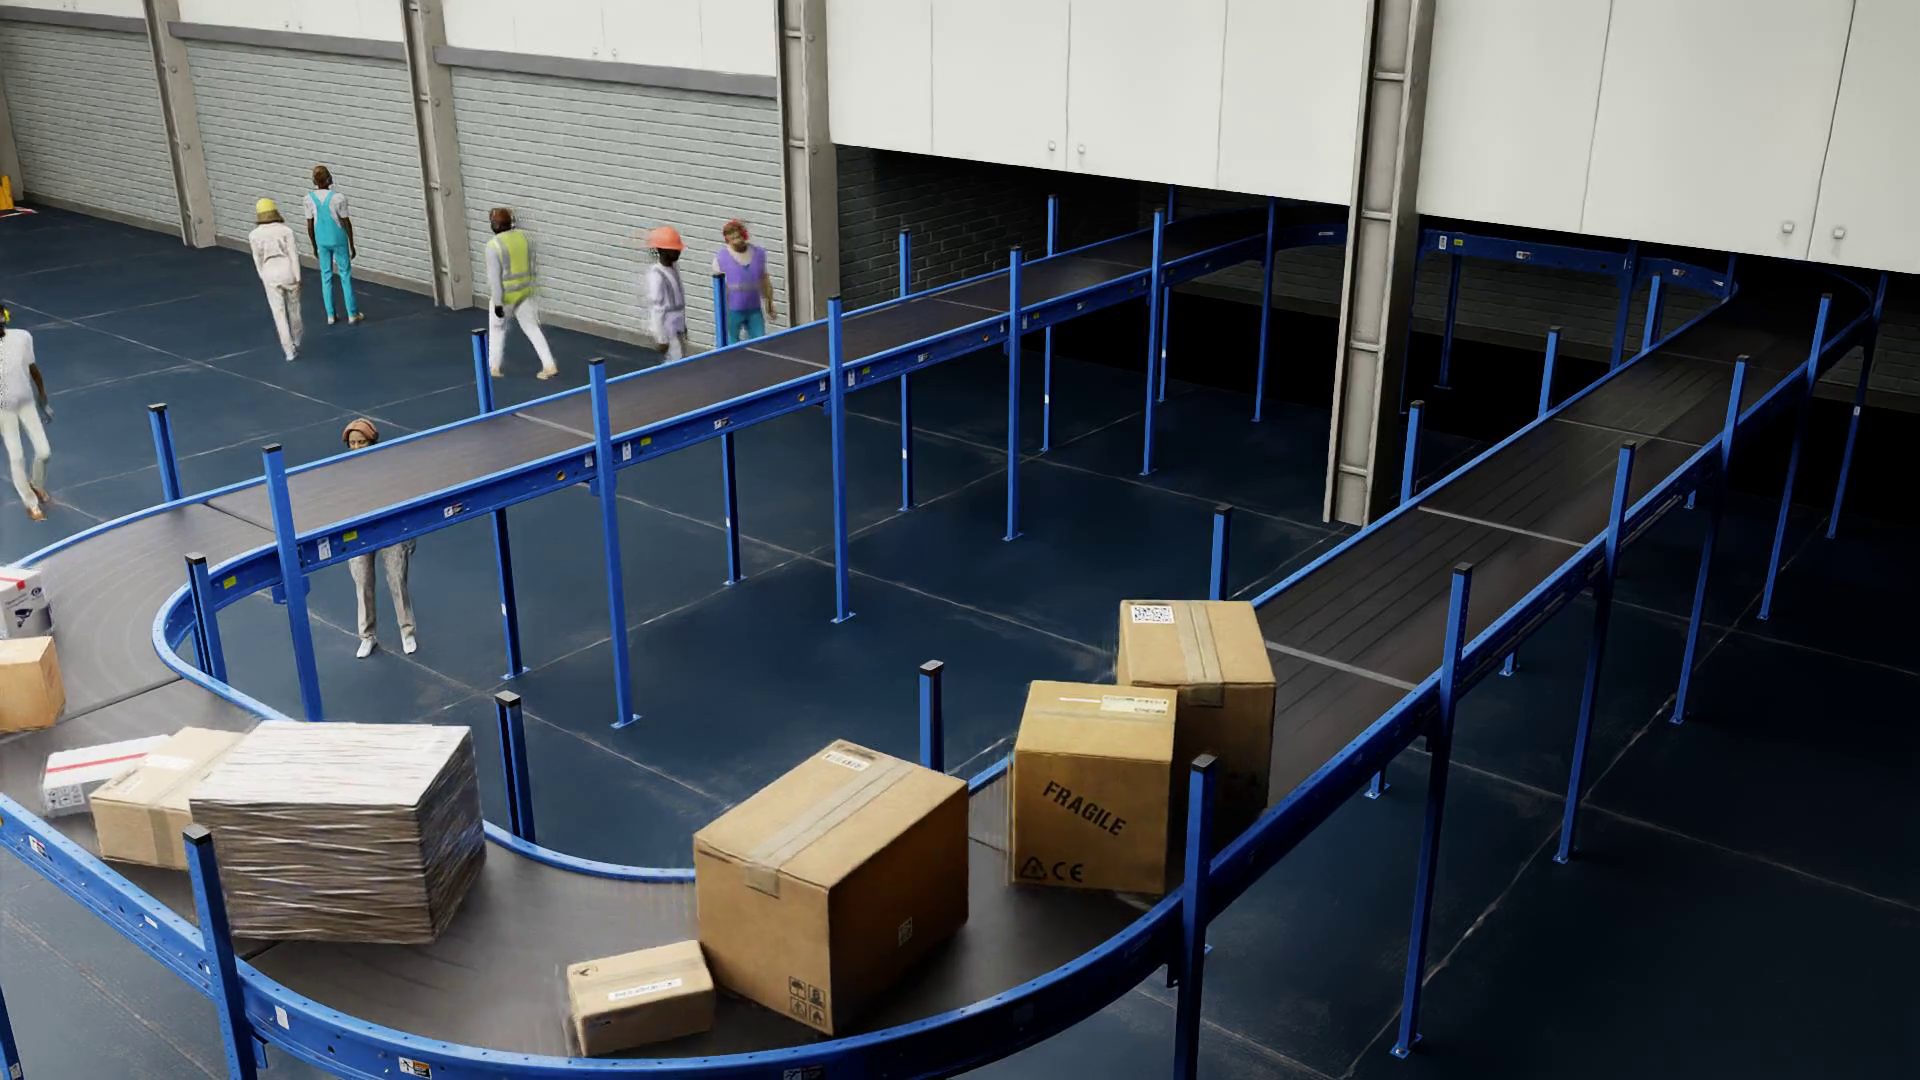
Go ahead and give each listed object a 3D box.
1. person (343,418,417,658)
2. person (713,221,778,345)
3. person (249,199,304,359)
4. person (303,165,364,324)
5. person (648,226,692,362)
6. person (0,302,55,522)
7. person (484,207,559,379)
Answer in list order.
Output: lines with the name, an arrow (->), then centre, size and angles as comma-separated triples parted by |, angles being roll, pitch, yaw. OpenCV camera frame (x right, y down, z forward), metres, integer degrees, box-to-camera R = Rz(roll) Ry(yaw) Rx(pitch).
person -> -3.860, -0.013, 10.982 | 0.524, 1.639, 0.308 | -4, 22, -11
person -> -2.135, -2.273, 16.503 | 0.639, 1.821, 0.403 | -12, 25, -29
person -> -7.442, -2.872, 18.181 | 0.490, 1.671, 0.885 | -6, 22, -15
person -> -7.323, -3.440, 19.411 | 0.508, 1.847, 0.345 | -2, 22, -4
person -> -2.759, -2.009, 15.676 | 0.617, 1.920, 0.569 | 4, 22, 9
person -> -7.551, -1.040, 13.295 | 0.561, 1.853, 0.391 | -20, 29, -40
person -> -4.610, -2.540, 17.196 | 0.952, 1.801, 0.644 | 11, 24, 27
